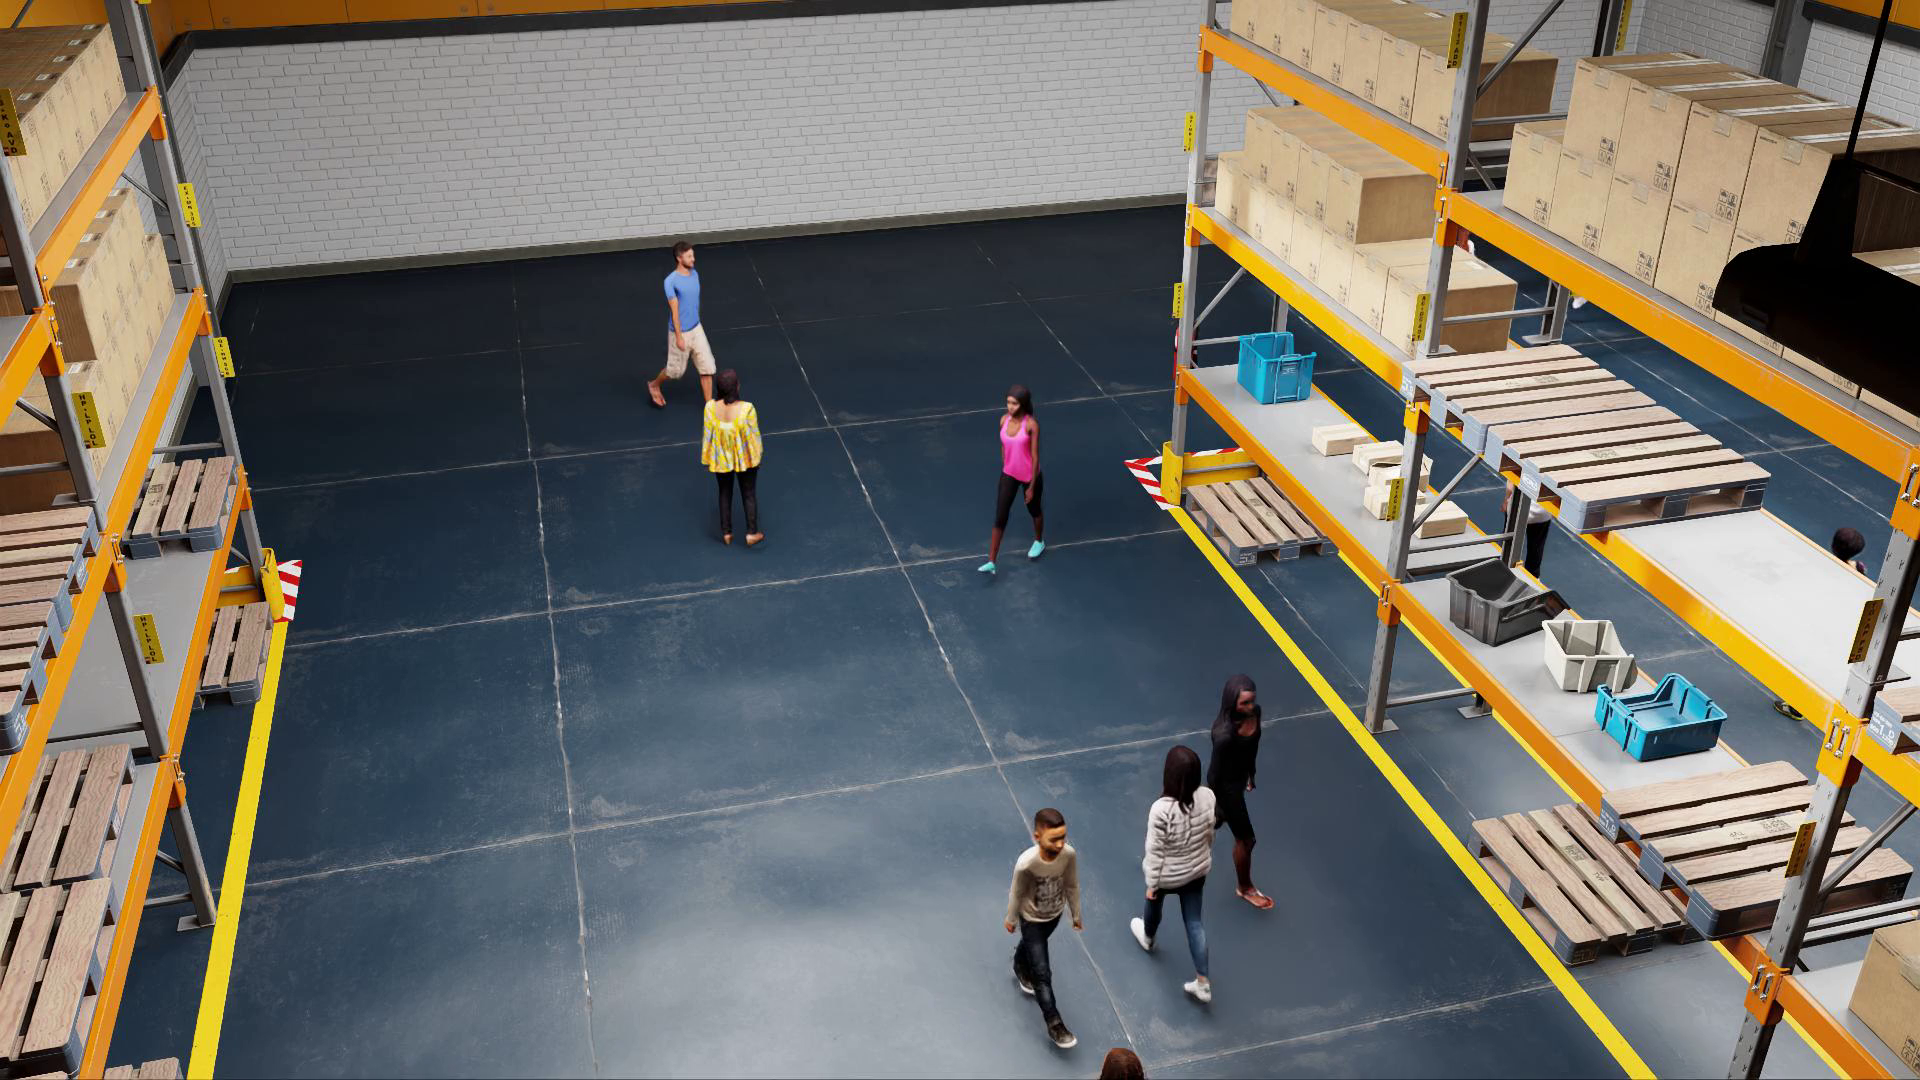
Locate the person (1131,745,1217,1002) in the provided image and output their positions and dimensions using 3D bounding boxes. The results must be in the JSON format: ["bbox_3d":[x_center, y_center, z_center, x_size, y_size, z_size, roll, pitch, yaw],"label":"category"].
[{"bbox_3d":[1.312,1.950,9.658,0.731,1.606,1.102,-11,31,-20],"label":"person"}]

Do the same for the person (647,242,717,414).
[{"bbox_3d":[-2.868,-2.134,16.906,1.218,1.834,1.083,19,34,31],"label":"person"}]

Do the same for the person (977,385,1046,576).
[{"bbox_3d":[0.579,-0.539,14.157,1.065,1.667,1.125,15,32,26],"label":"person"}]

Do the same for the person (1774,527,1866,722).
[{"bbox_3d":[6.340,0.603,12.183,0.558,1.552,0.518,-10,30,-17],"label":"person"}]

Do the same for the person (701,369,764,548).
[{"bbox_3d":[-1.968,-0.710,14.484,0.841,1.655,0.885,4,29,7],"label":"person"}]

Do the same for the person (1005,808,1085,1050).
[{"bbox_3d":[0.435,2.111,9.552,0.739,1.424,1.066,-16,32,-26],"label":"person"}]
